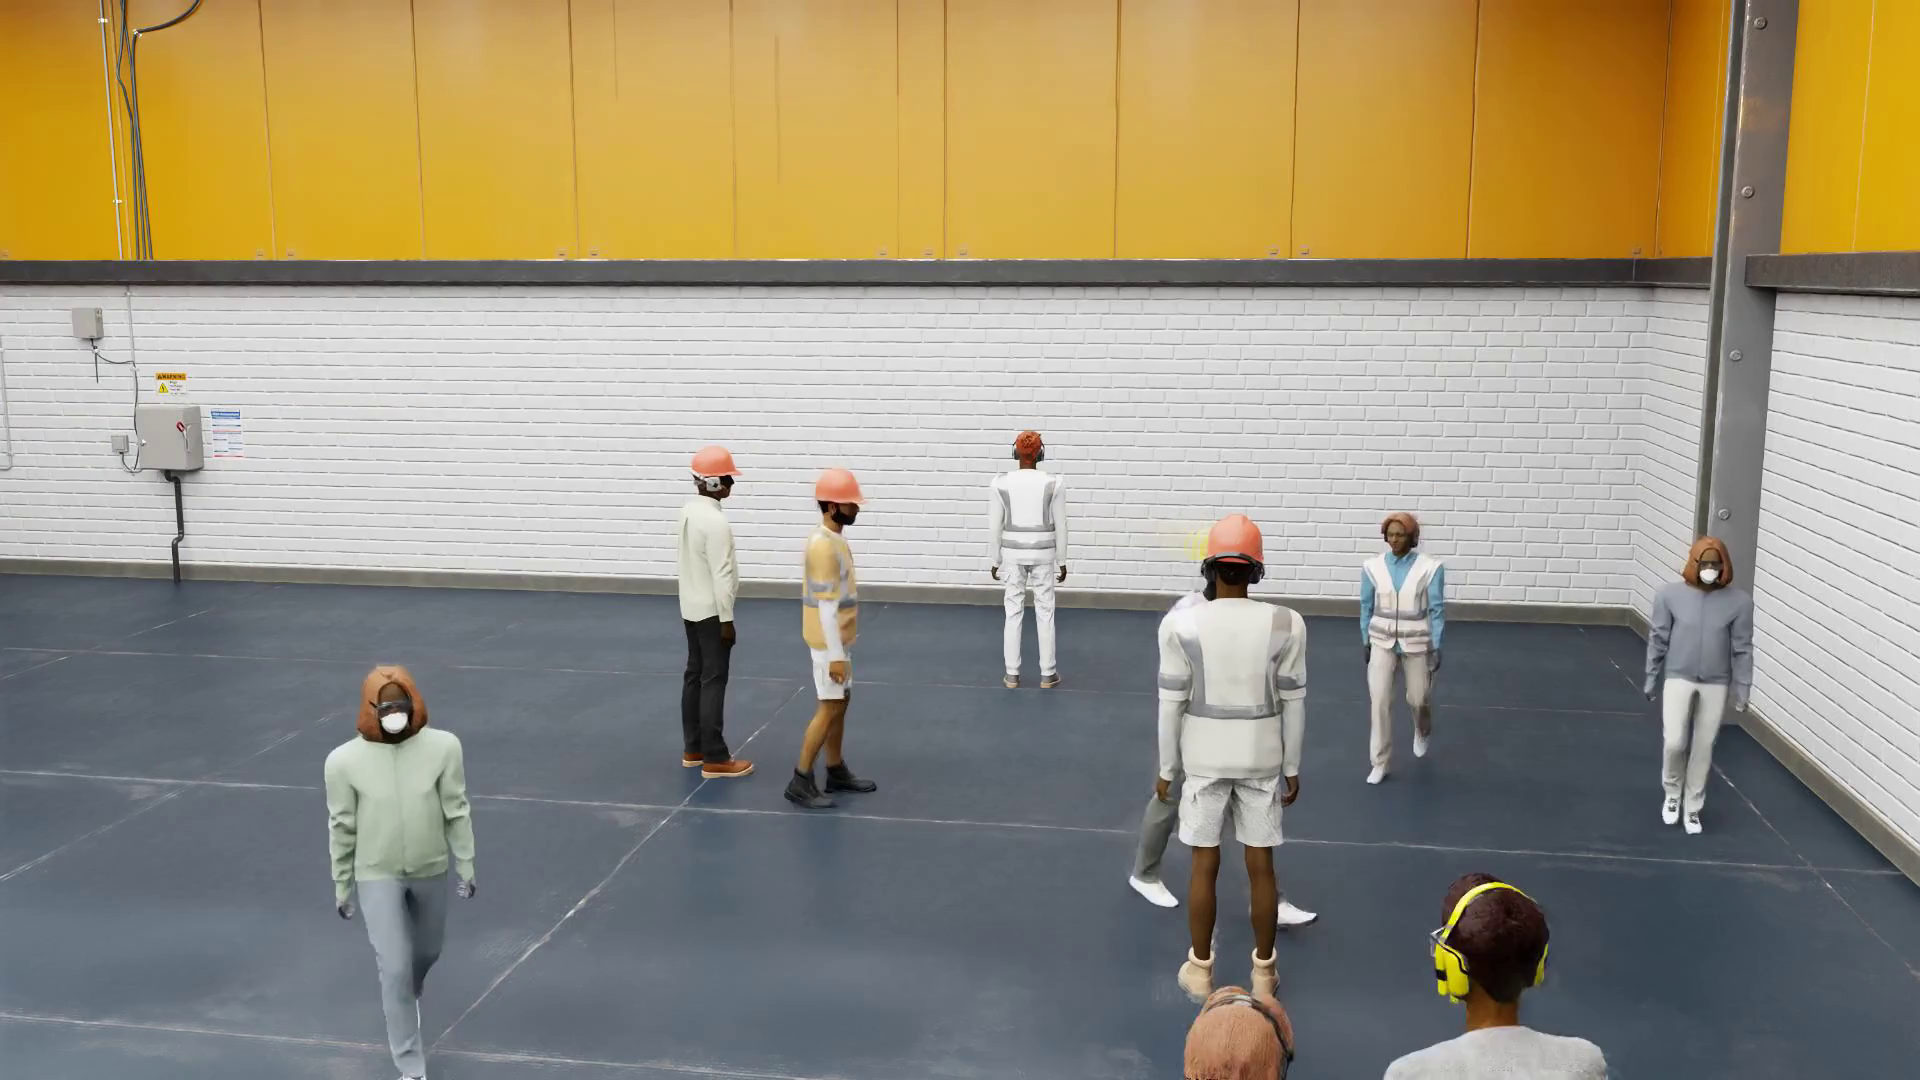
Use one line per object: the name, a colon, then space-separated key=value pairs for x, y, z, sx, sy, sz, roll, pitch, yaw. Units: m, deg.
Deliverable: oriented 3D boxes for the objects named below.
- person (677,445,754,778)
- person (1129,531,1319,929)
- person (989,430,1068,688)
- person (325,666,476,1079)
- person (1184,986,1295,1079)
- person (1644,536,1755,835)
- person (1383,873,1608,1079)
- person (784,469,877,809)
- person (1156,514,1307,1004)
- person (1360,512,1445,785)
person: x=-1.490 y=0.424 z=10.023 sx=0.395 sy=1.993 sz=0.614 roll=-5 pitch=11 yaw=-29
person: x=1.184 y=0.861 z=7.706 sx=0.595 sy=1.873 sz=1.002 roll=-8 pitch=12 yaw=-40
person: x=0.501 y=0.145 z=12.089 sx=0.572 sy=1.883 sz=0.353 roll=1 pitch=9 yaw=8
person: x=-2.097 y=1.232 z=6.237 sx=0.507 sy=1.602 sz=0.769 roll=-5 pitch=11 yaw=-30
person: x=0.517 y=1.696 z=3.324 sx=0.546 sy=1.631 sz=0.341 roll=1 pitch=9 yaw=9
person: x=3.967 y=0.784 z=8.925 sx=0.525 sy=1.616 sz=0.349 roll=2 pitch=10 yaw=15
person: x=1.042 y=1.570 z=3.476 sx=0.526 sy=1.820 sz=0.944 roll=-2 pitch=9 yaw=-10
person: x=-0.752 y=0.556 z=9.462 sx=0.509 sy=1.930 sz=0.572 roll=0 pitch=9 yaw=1
person: x=1.114 y=0.908 z=6.886 sx=0.605 sy=2.045 sz=0.387 roll=1 pitch=9 yaw=4
person: x=2.664 y=0.615 z=9.986 sx=0.515 sy=1.619 sz=0.691 roll=5 pitch=10 yaw=26
